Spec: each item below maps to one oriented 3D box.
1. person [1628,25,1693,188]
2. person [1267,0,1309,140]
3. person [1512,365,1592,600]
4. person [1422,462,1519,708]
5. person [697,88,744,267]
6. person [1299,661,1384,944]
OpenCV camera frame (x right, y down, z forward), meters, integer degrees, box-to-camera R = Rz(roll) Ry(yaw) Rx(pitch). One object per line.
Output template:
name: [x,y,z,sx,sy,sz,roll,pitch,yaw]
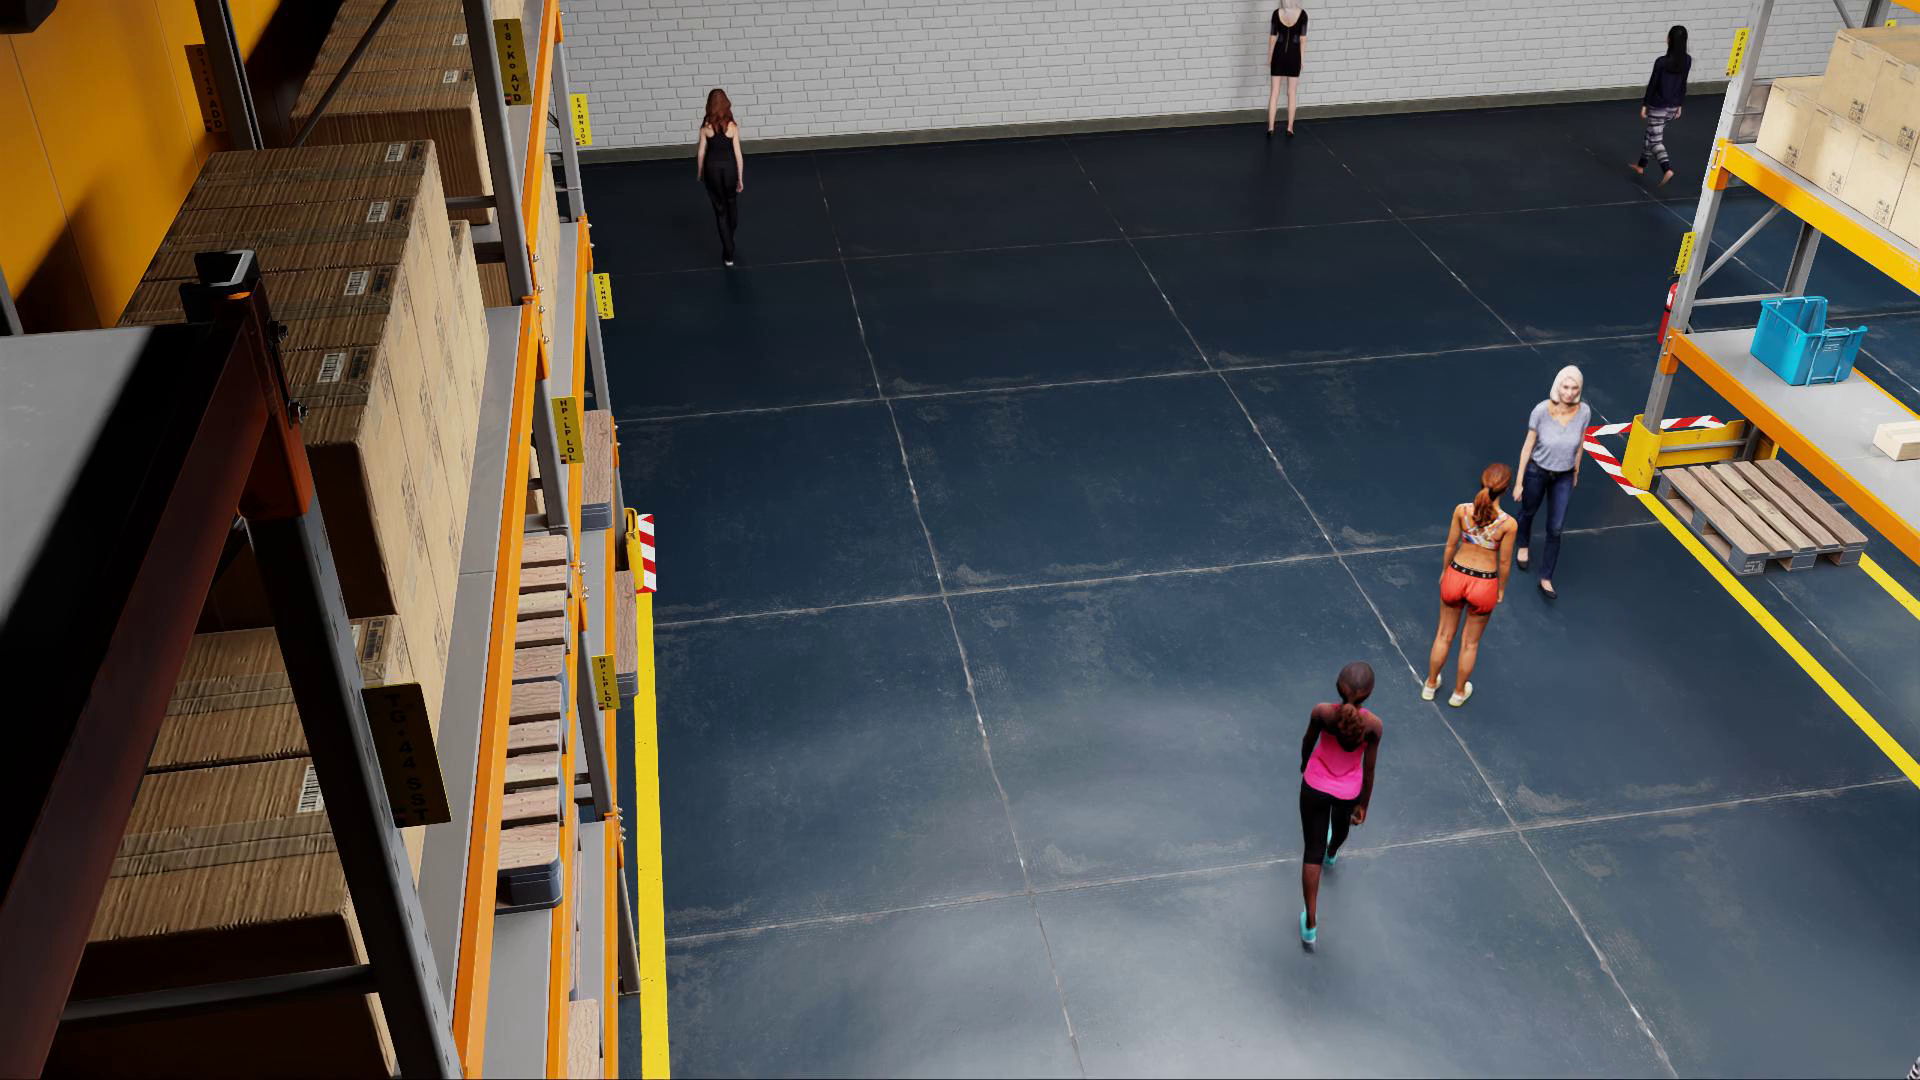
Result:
person: [7.758,-4.728,18.226,0.690,1.705,1.064,-10,35,-14]
person: [3.809,-5.603,19.430,0.643,1.830,0.633,8,34,12]
person: [4.190,-0.508,11.889,0.822,1.693,1.063,5,34,7]
person: [3.248,0.297,10.591,0.668,1.789,0.718,18,38,25]
person: [-2.355,-3.558,16.465,0.684,1.707,1.084,-10,35,-14]
person: [1.993,1.431,8.989,0.844,1.675,1.174,7,34,10]
